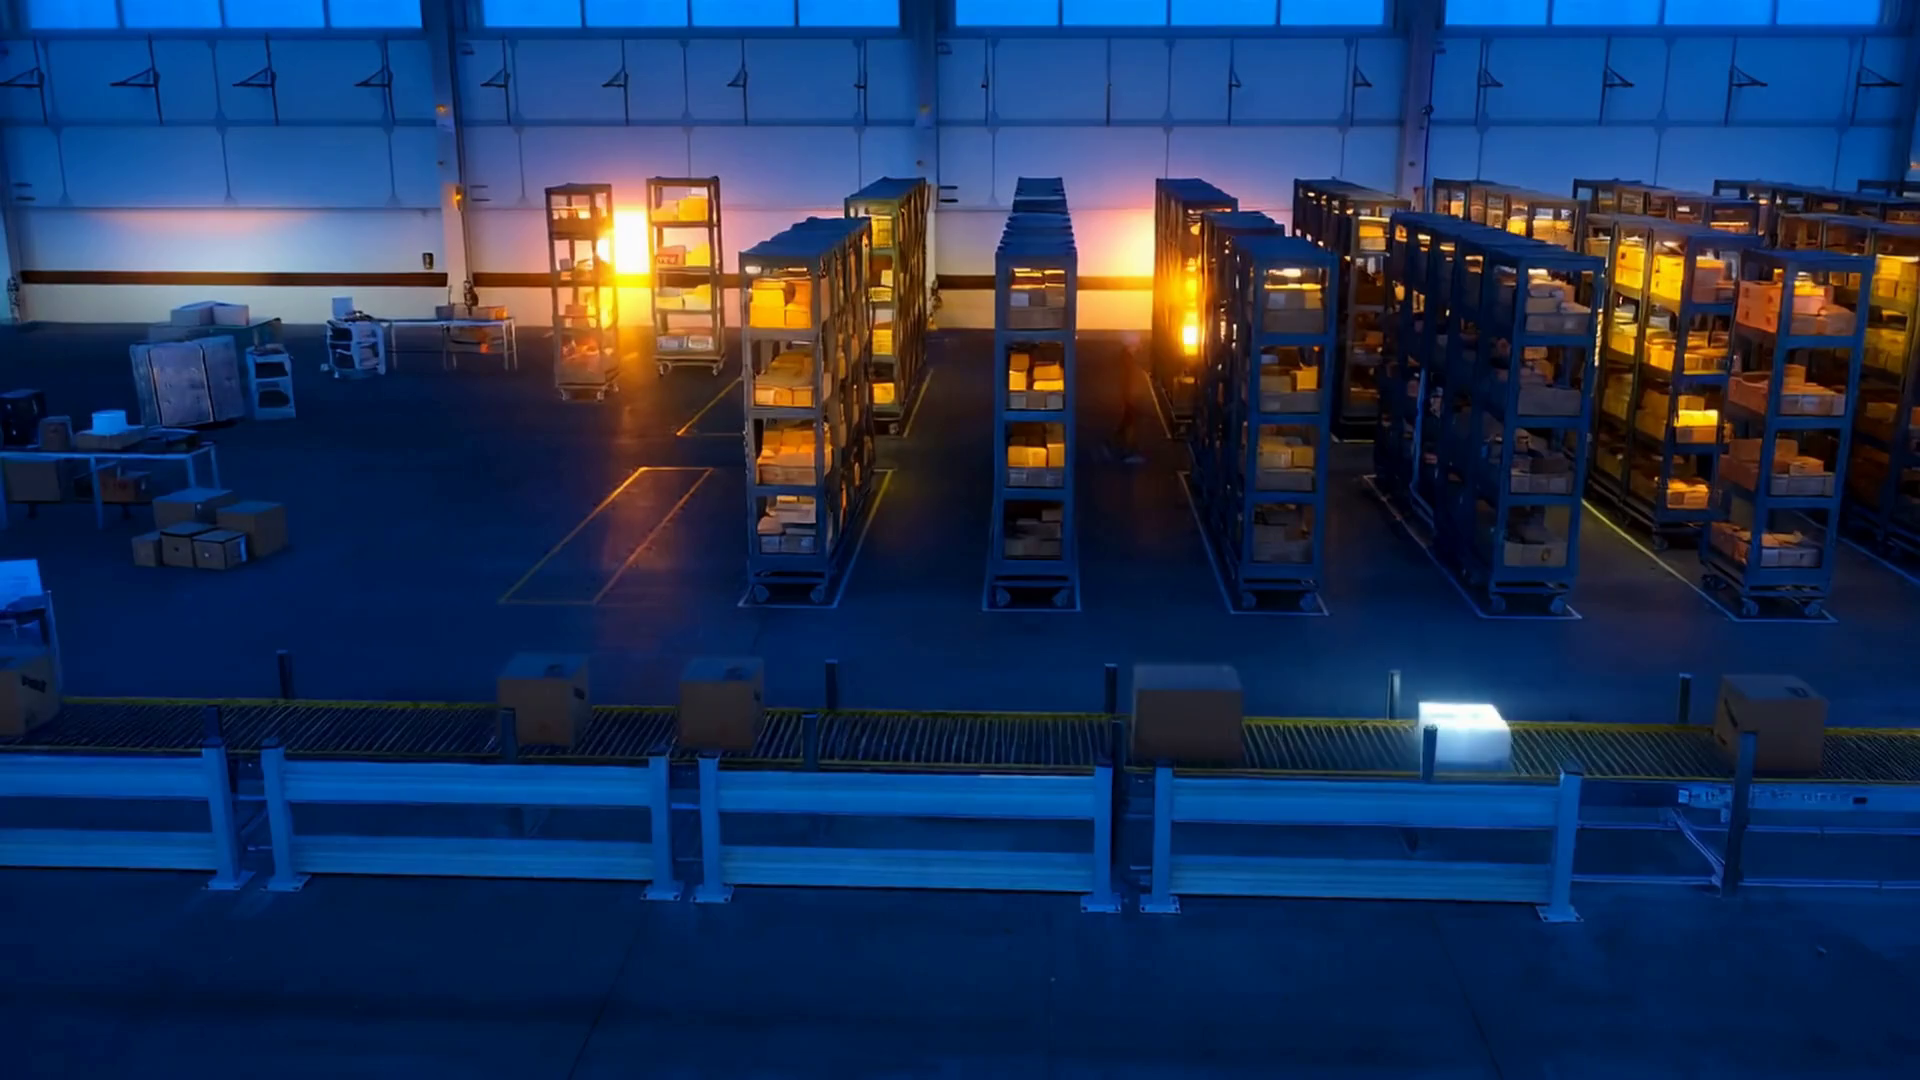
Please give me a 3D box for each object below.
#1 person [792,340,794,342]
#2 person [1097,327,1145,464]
[{"bbox_3d":[-2.619,-3.371,28.689,0.635,1.785,0.908,-5,16,-19],"label":"person"},{"bbox_3d":[2.289,-2.005,23.242,0.568,1.969,0.667,3,15,10],"label":"person"}]
